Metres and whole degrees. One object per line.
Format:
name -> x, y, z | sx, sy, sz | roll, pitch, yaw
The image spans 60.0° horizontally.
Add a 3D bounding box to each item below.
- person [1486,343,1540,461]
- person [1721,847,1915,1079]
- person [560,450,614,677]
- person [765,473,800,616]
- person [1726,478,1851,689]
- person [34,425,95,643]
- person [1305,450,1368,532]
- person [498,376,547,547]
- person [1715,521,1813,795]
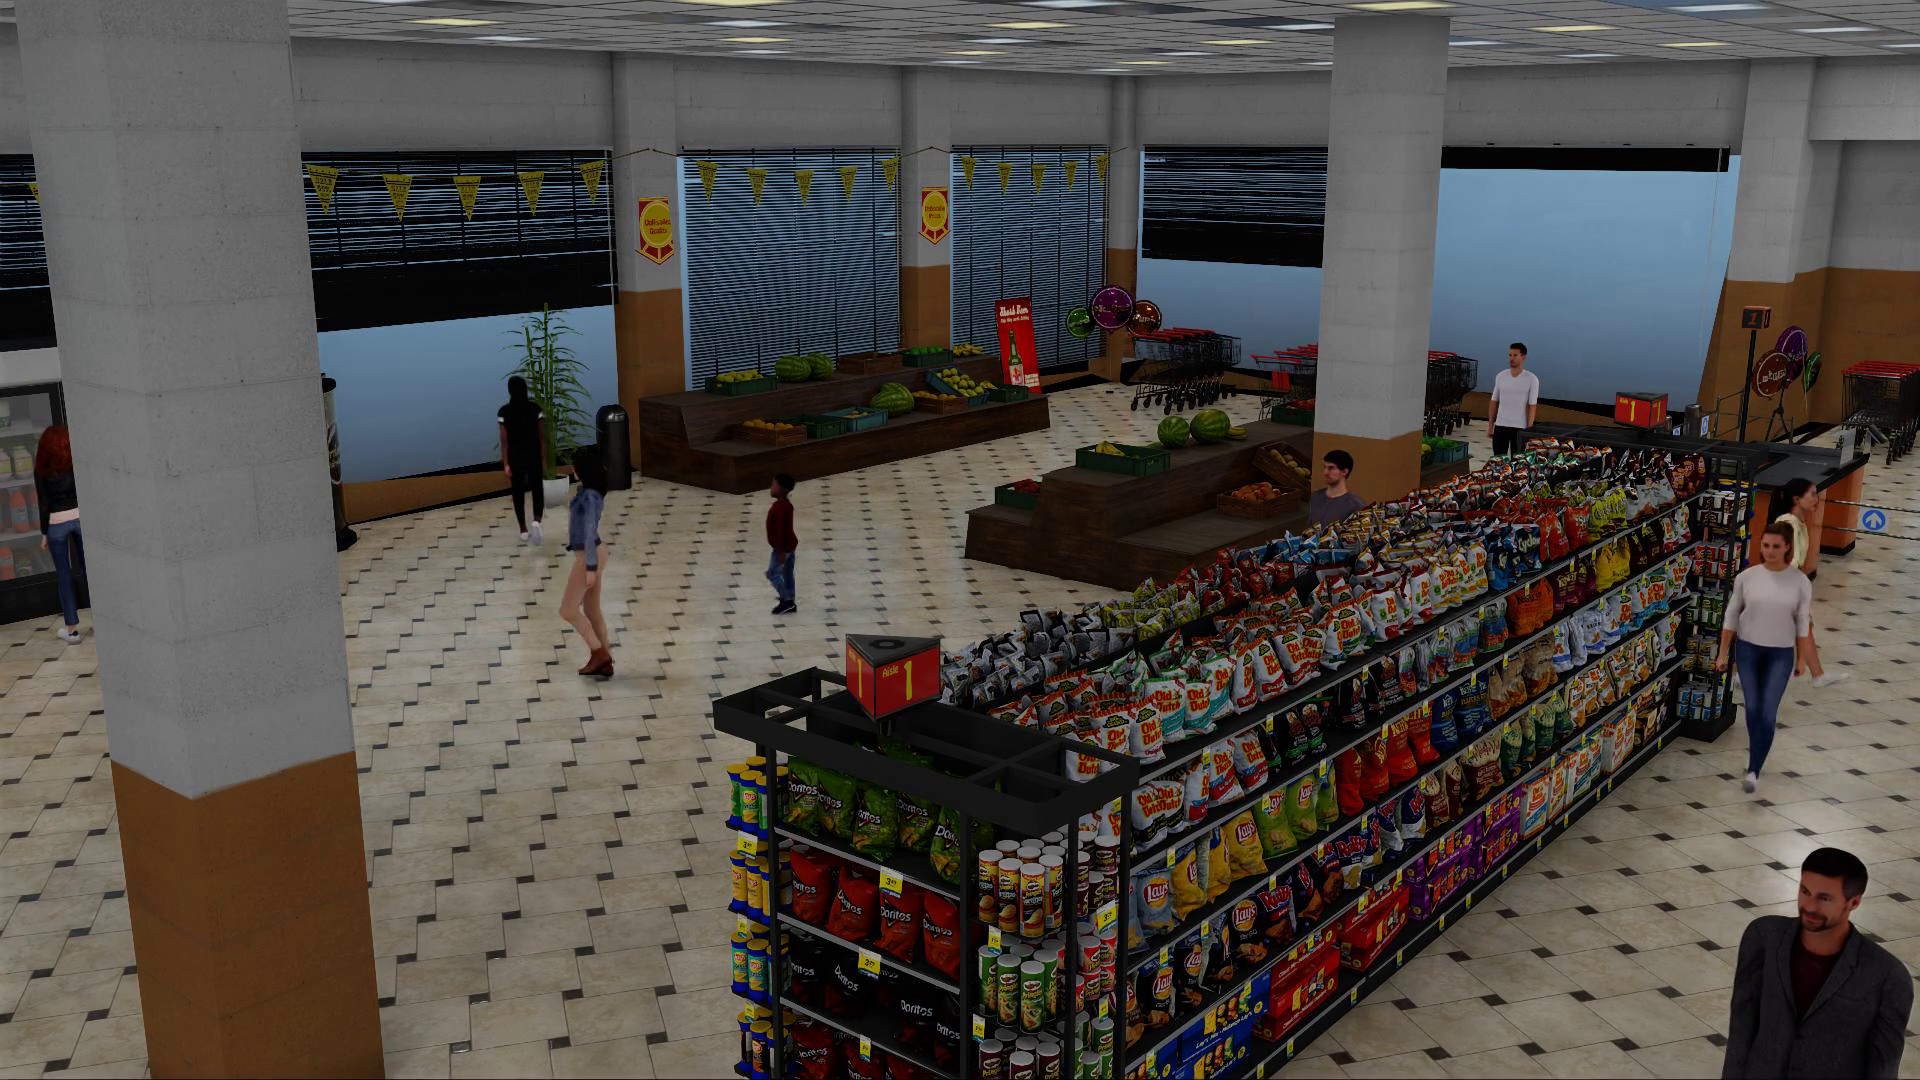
person -> 6.101, -1.260, 18.389 | 0.659, 1.852, 0.540 | 11, 18, 39
person -> 2.743, 1.871, 5.434 | 0.616, 1.874, 0.694 | -13, 19, -43
person -> -2.712, 0.200, 12.563 | 0.802, 1.761, 0.745 | -2, 14, -6
person -> -1.460, 0.047, 14.284 | 0.648, 1.246, 0.562 | 2, 14, 7
person -> 5.992, 0.347, 12.327 | 0.852, 1.585, 1.053 | 7, 15, 28
person -> -7.282, -0.063, 13.595 | 0.500, 1.786, 0.647 | -13, 19, -43
person -> 2.714, 0.251, 12.155 | 0.612, 1.854, 0.718 | -10, 17, -37
person -> -4.350, -0.771, 16.683 | 1.104, 1.705, 1.046 | -4, 14, -17
person -> 5.118, 0.730, 10.554 | 0.667, 1.678, 1.085 | 10, 17, 35
